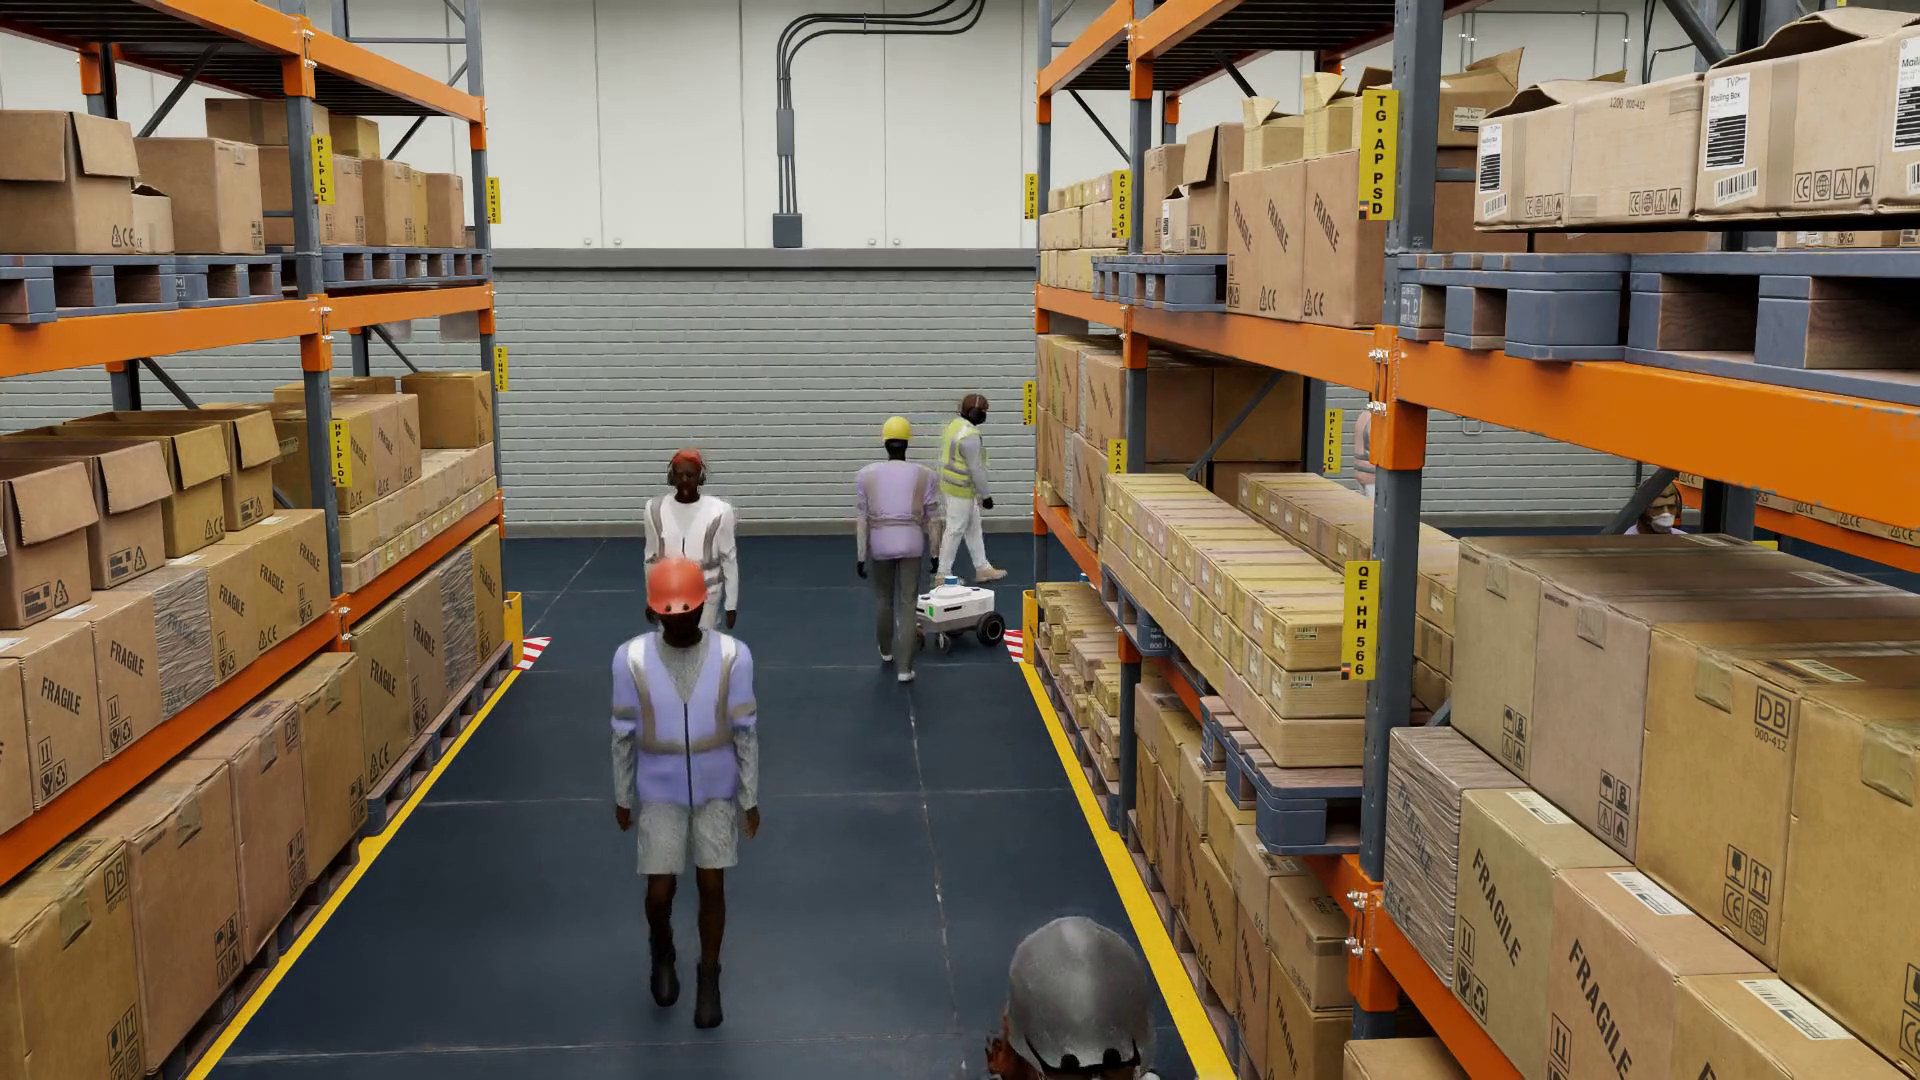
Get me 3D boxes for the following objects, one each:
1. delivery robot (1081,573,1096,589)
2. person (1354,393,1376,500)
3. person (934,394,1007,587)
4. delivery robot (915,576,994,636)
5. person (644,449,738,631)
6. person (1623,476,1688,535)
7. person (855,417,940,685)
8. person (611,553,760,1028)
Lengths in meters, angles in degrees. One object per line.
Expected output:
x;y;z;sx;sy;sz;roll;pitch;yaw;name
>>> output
0.996;0.503;13.073;0.707;0.478;0.477;-6;11;-32;delivery robot
3.975;-0.562;15.840;0.429;1.842;0.635;-1;10;-4;person
0.120;-0.441;15.280;0.787;1.803;0.656;-2;10;-9;person
-0.072;0.522;12.962;0.707;0.478;0.477;-8;13;-41;delivery robot
-1.668;0.382;10.221;0.602;1.854;0.811;0;10;2;person
3.523;0.625;8.565;0.628;1.939;0.375;-1;10;-4;person
-0.445;0.050;12.105;0.608;1.885;0.903;0;10;0;person
-1.066;0.983;6.505;0.561;1.918;0.457;-2;10;-12;person
